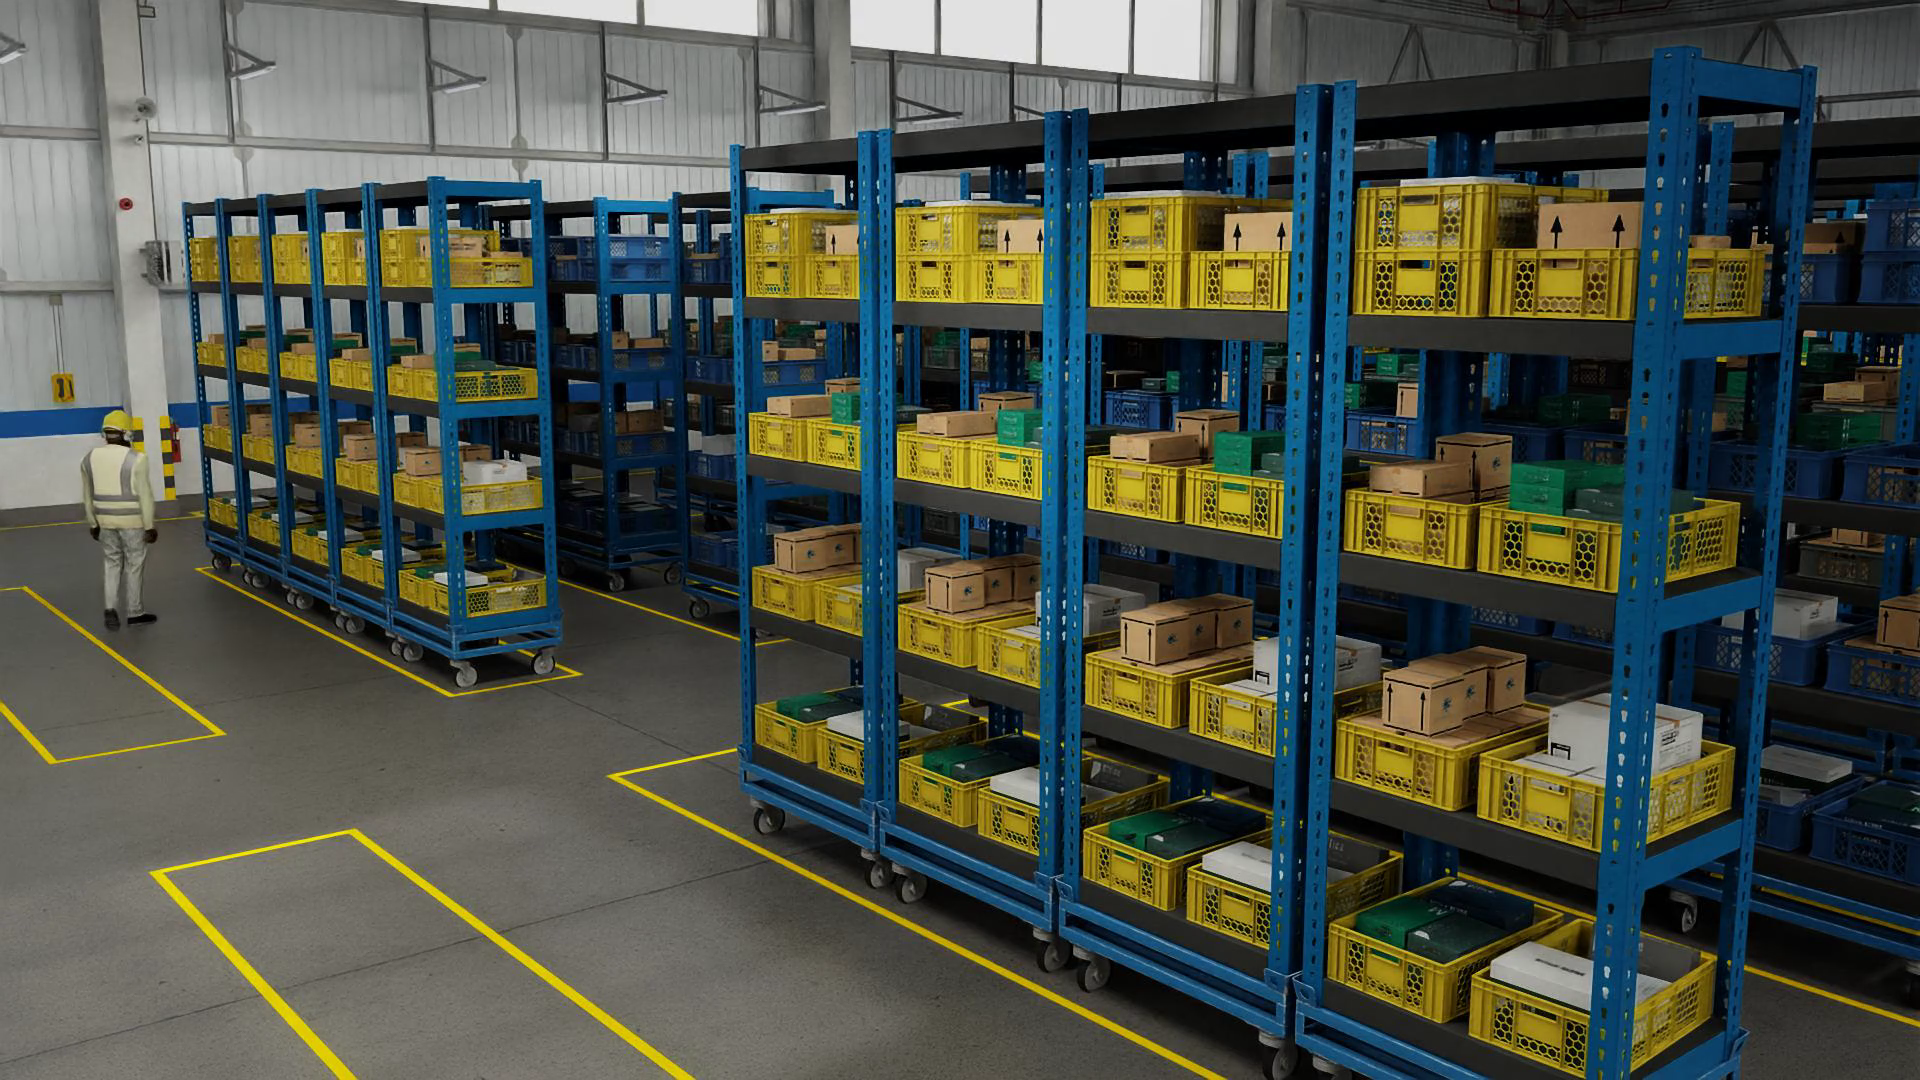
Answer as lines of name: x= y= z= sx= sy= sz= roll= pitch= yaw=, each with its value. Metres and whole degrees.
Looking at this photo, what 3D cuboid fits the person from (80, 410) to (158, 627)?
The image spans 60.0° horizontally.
person: x=-6.933 y=-0.162 z=13.754 sx=0.601 sy=1.817 sz=0.439 roll=1 pitch=10 yaw=9
